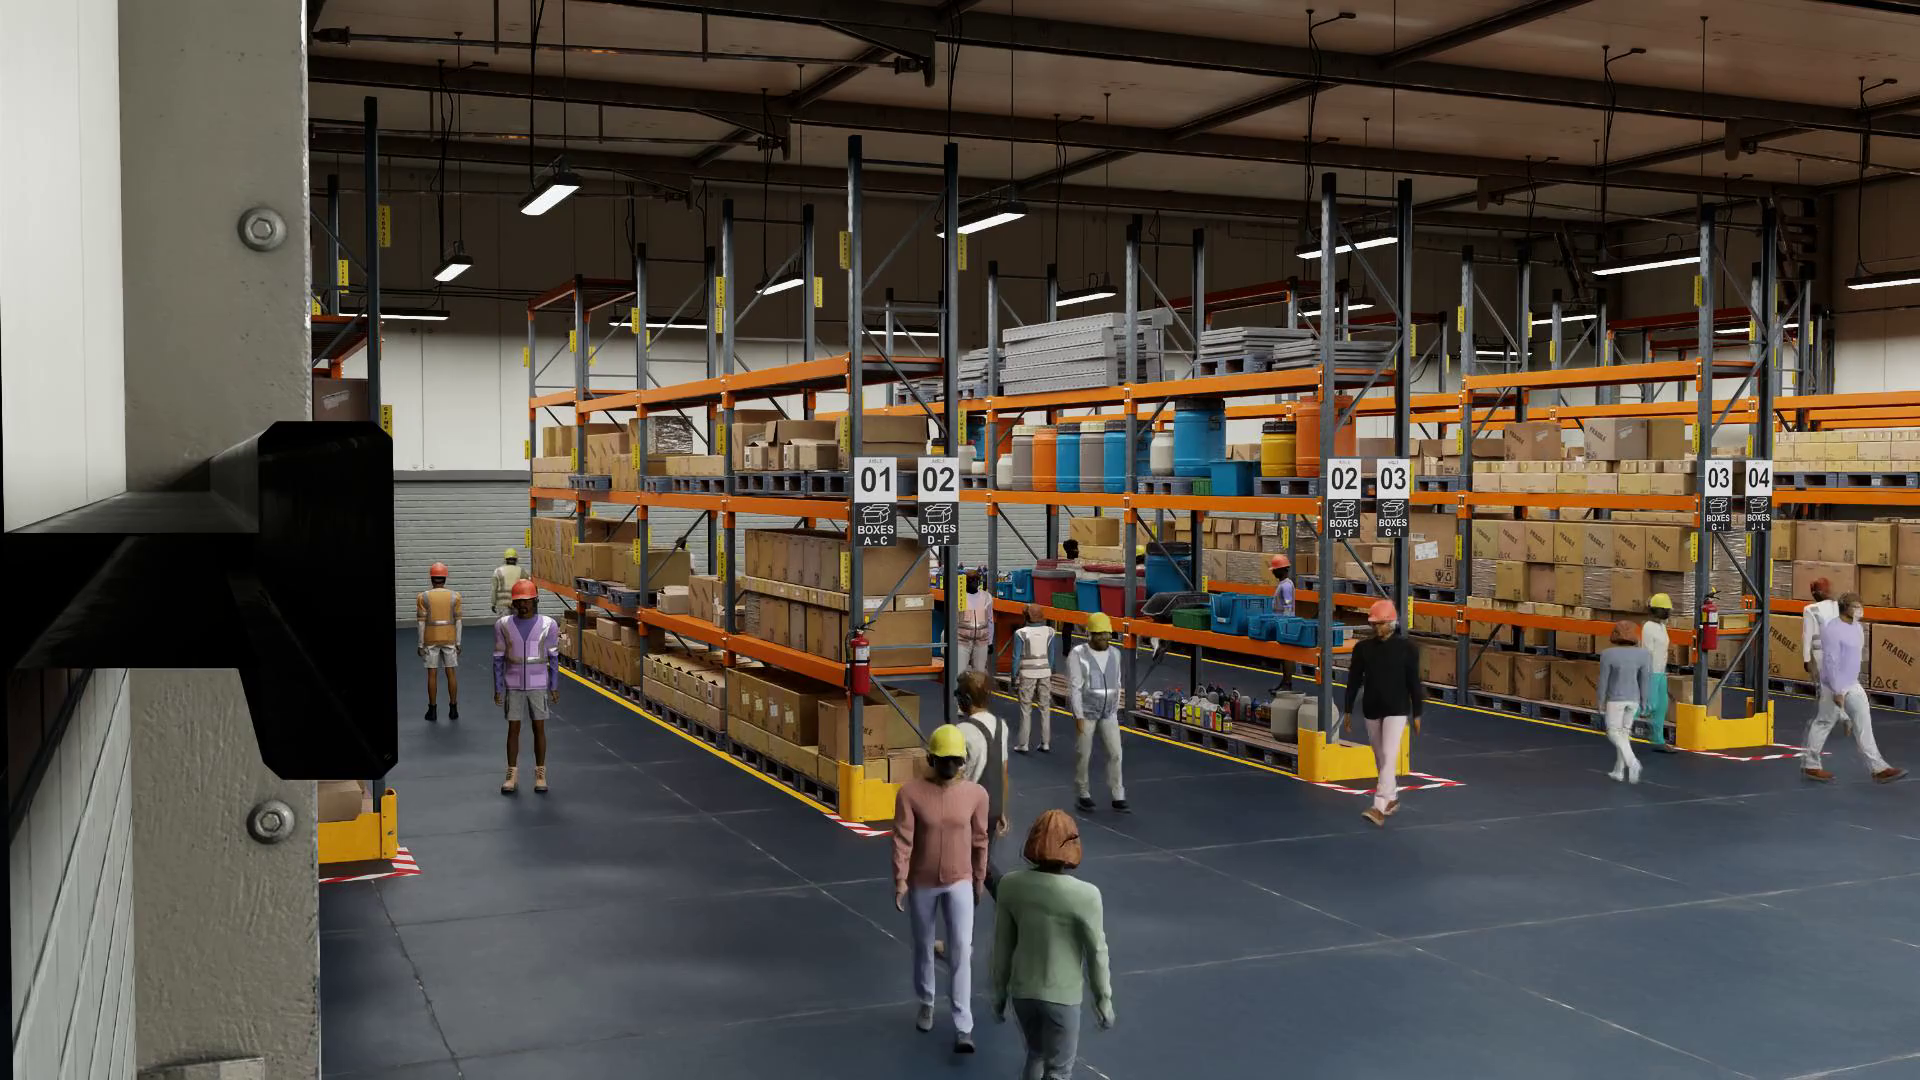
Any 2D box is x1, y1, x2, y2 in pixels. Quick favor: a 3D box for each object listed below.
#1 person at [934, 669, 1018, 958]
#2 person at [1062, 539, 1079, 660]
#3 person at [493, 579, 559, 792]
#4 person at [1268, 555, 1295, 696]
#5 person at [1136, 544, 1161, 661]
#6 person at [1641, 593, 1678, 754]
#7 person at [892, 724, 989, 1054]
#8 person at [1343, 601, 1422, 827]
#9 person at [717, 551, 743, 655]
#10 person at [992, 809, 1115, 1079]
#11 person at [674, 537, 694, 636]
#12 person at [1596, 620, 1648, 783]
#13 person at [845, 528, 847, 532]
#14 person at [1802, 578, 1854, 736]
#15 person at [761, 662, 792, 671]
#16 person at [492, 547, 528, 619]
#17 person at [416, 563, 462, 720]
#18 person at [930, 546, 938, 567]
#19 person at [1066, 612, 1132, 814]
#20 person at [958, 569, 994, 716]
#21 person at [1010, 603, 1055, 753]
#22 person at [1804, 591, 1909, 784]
[{"bbox_3d":[0.113,1.725,11.241,0.629,1.831,0.537,2,3,38],"label":"person"},{"bbox_3d":[1.813,0.965,29.324,0.367,1.966,0.606,0,2,-1],"label":"person"},{"bbox_3d":[-4.167,1.392,17.199,0.616,2.041,0.378,0,2,-8],"label":"person"},{"bbox_3d":[4.406,1.165,24.530,0.361,1.935,0.544,0,2,6],"label":"person"},{"bbox_3d":[2.963,1.017,28.914,0.593,1.904,0.864,-1,2,-20],"label":"person"},{"bbox_3d":[7.536,1.444,19.620,0.580,1.745,0.537,2,3,41],"label":"person"},{"bbox_3d":[-0.100,1.846,9.599,0.536,1.714,0.921,0,2,-6],"label":"person"},{"bbox_3d":[3.696,1.501,15.742,0.654,1.935,1.042,2,3,35],"label":"person"},{"bbox_3d":[-3.659,1.087,27.986,0.620,1.819,0.428,-2,3,-37],"label":"person"},{"bbox_3d":[0.397,1.968,7.678,0.515,1.620,0.468,2,3,35],"label":"person"},{"bbox_3d":[-5.309,0.864,33.749,0.515,1.838,0.878,-1,3,-29],"label":"person"},{"bbox_3d":[6.530,1.589,17.582,0.508,1.608,0.654,0,2,-8],"label":"person"},{"bbox_3d":[-2.282,0.676,37.507,0.392,1.919,0.592,1,2,17],"label":"person"},{"bbox_3d":[10.231,1.358,20.995,0.641,1.835,0.966,0,2,-4],"label":"person"},{"bbox_3d":[-2.478,1.161,24.430,0.621,1.945,1.002,-1,2,-25],"label":"person"},{"bbox_3d":[-7.450,1.030,29.698,0.589,1.814,0.751,-1,2,-22],"label":"person"},{"bbox_3d":[-6.470,1.251,22.241,0.547,1.938,0.379,-1,2,-24],"label":"person"},{"bbox_3d":[-0.555,0.630,38.497,0.546,1.934,0.376,0,2,-10],"label":"person"},{"bbox_3d":[1.264,1.554,16.023,0.595,1.799,0.787,-1,2,-24],"label":"person"},{"bbox_3d":[0.137,1.287,22.522,0.627,1.845,0.429,-1,2,-16],"label":"person"},{"bbox_3d":[0.799,1.504,19.550,0.525,1.637,0.320,-1,2,-24],"label":"person"},{"bbox_3d":[8.730,1.454,17.514,0.665,1.888,1.004,-2,3,-35],"label":"person"}]
